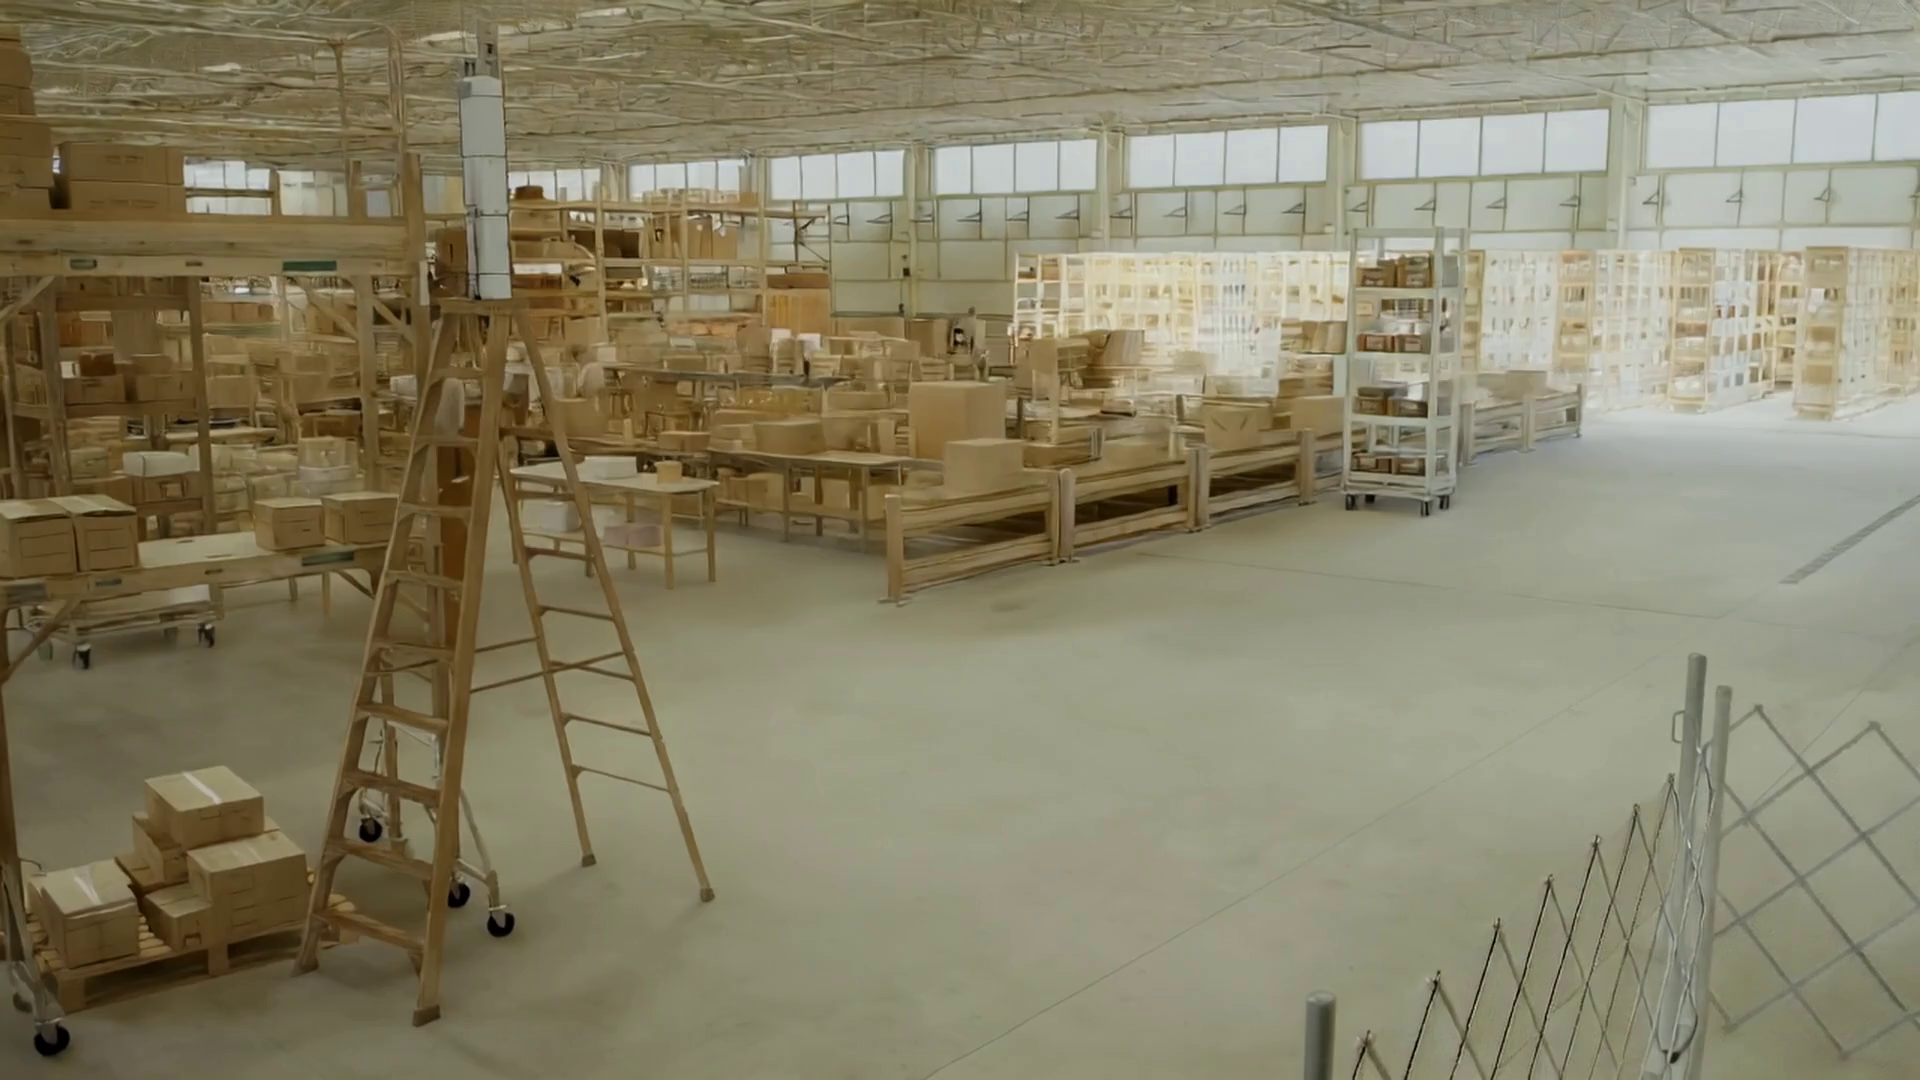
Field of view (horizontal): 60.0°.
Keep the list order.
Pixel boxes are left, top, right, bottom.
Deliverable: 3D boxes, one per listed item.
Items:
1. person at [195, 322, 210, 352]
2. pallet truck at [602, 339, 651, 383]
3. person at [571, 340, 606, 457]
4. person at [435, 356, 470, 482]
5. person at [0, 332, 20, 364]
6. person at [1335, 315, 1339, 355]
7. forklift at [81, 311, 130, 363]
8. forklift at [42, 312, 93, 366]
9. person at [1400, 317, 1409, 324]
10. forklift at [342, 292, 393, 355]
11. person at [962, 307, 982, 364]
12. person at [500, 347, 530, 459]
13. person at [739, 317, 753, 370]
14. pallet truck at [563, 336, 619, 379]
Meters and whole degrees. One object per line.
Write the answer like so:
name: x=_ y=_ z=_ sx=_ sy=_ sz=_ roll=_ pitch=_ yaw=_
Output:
person: x=-20.767 y=-5.165 z=45.816 sx=0.534 sy=1.749 sz=0.669 roll=5 pitch=10 yaw=28
pallet truck: x=-8.991 y=-4.871 z=45.351 sx=0.653 sy=1.274 sz=1.630 roll=7 pitch=11 yaw=37
person: x=-5.735 y=-2.073 z=25.630 sx=0.457 sy=2.021 sz=0.636 roll=-8 pitch=12 yaw=-41
person: x=-7.424 y=-1.706 z=23.874 sx=0.675 sy=1.867 sz=0.937 roll=2 pitch=9 yaw=15
person: x=-23.721 y=-4.403 z=41.476 sx=0.419 sy=1.606 sz=0.519 roll=9 pitch=13 yaw=44
person: x=11.141 y=-5.815 z=49.665 sx=0.755 sy=1.812 sz=0.574 roll=8 pitch=12 yaw=42
forklift: x=-21.849 y=-5.325 z=43.266 sx=1.873 sy=2.768 sz=1.129 roll=-4 pitch=10 yaw=-24
forklift: x=-23.779 y=-5.451 z=44.052 sx=1.873 sy=2.768 sz=1.129 roll=7 pitch=11 yaw=36
person: x=13.609 y=-5.988 z=50.715 sx=0.584 sy=1.820 sz=0.670 roll=6 pitch=11 yaw=31
forklift: x=-16.485 y=-5.622 z=45.120 sx=1.129 sy=2.768 sz=1.873 roll=7 pitch=11 yaw=37
person: x=0.446 y=-6.477 z=53.330 sx=0.971 sy=1.948 sz=0.662 roll=5 pitch=10 yaw=27
person: x=-7.353 y=-2.255 z=27.356 sx=0.588 sy=1.835 sz=0.403 roll=-4 pitch=10 yaw=-24
person: x=-6.415 y=-5.770 z=49.581 sx=0.678 sy=1.748 sz=0.528 roll=8 pitch=12 yaw=42
pallet truck: x=-10.690 y=-5.294 z=48.215 sx=1.601 sy=1.201 sz=0.680 roll=-5 pitch=10 yaw=-26
